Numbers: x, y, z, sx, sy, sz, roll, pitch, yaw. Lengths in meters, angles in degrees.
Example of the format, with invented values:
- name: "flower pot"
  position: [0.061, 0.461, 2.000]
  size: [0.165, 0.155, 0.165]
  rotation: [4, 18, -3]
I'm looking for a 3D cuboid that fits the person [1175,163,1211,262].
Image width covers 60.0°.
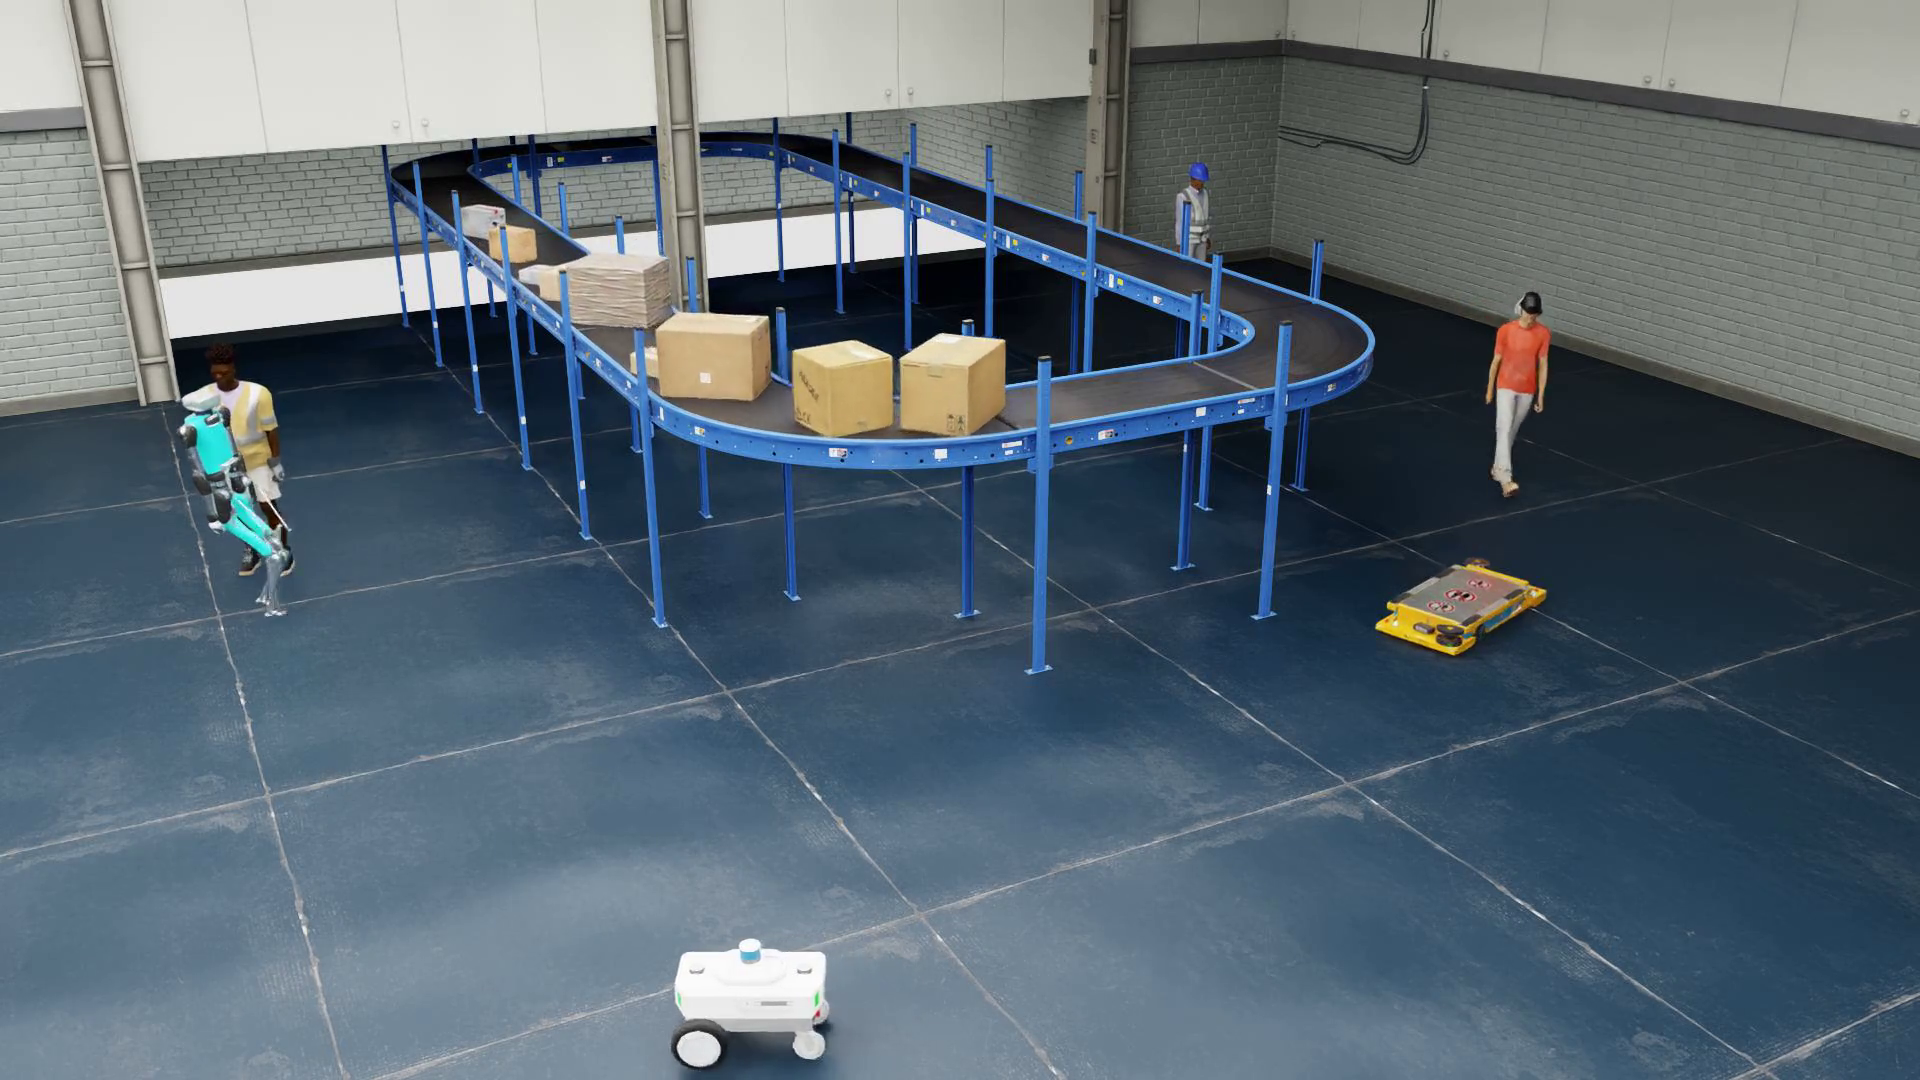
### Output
- name: "person"
  position: [2.962, -3.819, 21.108]
  size: [0.613, 1.933, 0.415]
  rotation: [-19, 29, -39]

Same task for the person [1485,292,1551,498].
- name: "person"
  position: [5.055, -1.319, 15.022]
  size: [0.473, 1.851, 1.001]
  rotation: [0, 22, 0]

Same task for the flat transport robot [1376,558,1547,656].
- name: "flat transport robot"
  position: [3.829, 0.497, 12.647]
  size: [0.659, 0.231, 1.431]
  rotation: [20, 29, 40]

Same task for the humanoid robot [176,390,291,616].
- name: "humanoid robot"
  position: [-5.328, -0.249, 12.542]
  size: [0.825, 1.770, 0.541]
  rotation: [4, 22, 10]

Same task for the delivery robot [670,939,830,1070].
- name: "delivery robot"
  position: [-1.024, 2.216, 8.043]
  size: [0.817, 0.614, 0.499]
  rotation: [0, 22, 0]

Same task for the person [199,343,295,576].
- name: "person"
  position: [-5.684, -0.622, 13.195]
  size: [0.611, 1.947, 0.422]
  rotation: [-2, 22, -5]
